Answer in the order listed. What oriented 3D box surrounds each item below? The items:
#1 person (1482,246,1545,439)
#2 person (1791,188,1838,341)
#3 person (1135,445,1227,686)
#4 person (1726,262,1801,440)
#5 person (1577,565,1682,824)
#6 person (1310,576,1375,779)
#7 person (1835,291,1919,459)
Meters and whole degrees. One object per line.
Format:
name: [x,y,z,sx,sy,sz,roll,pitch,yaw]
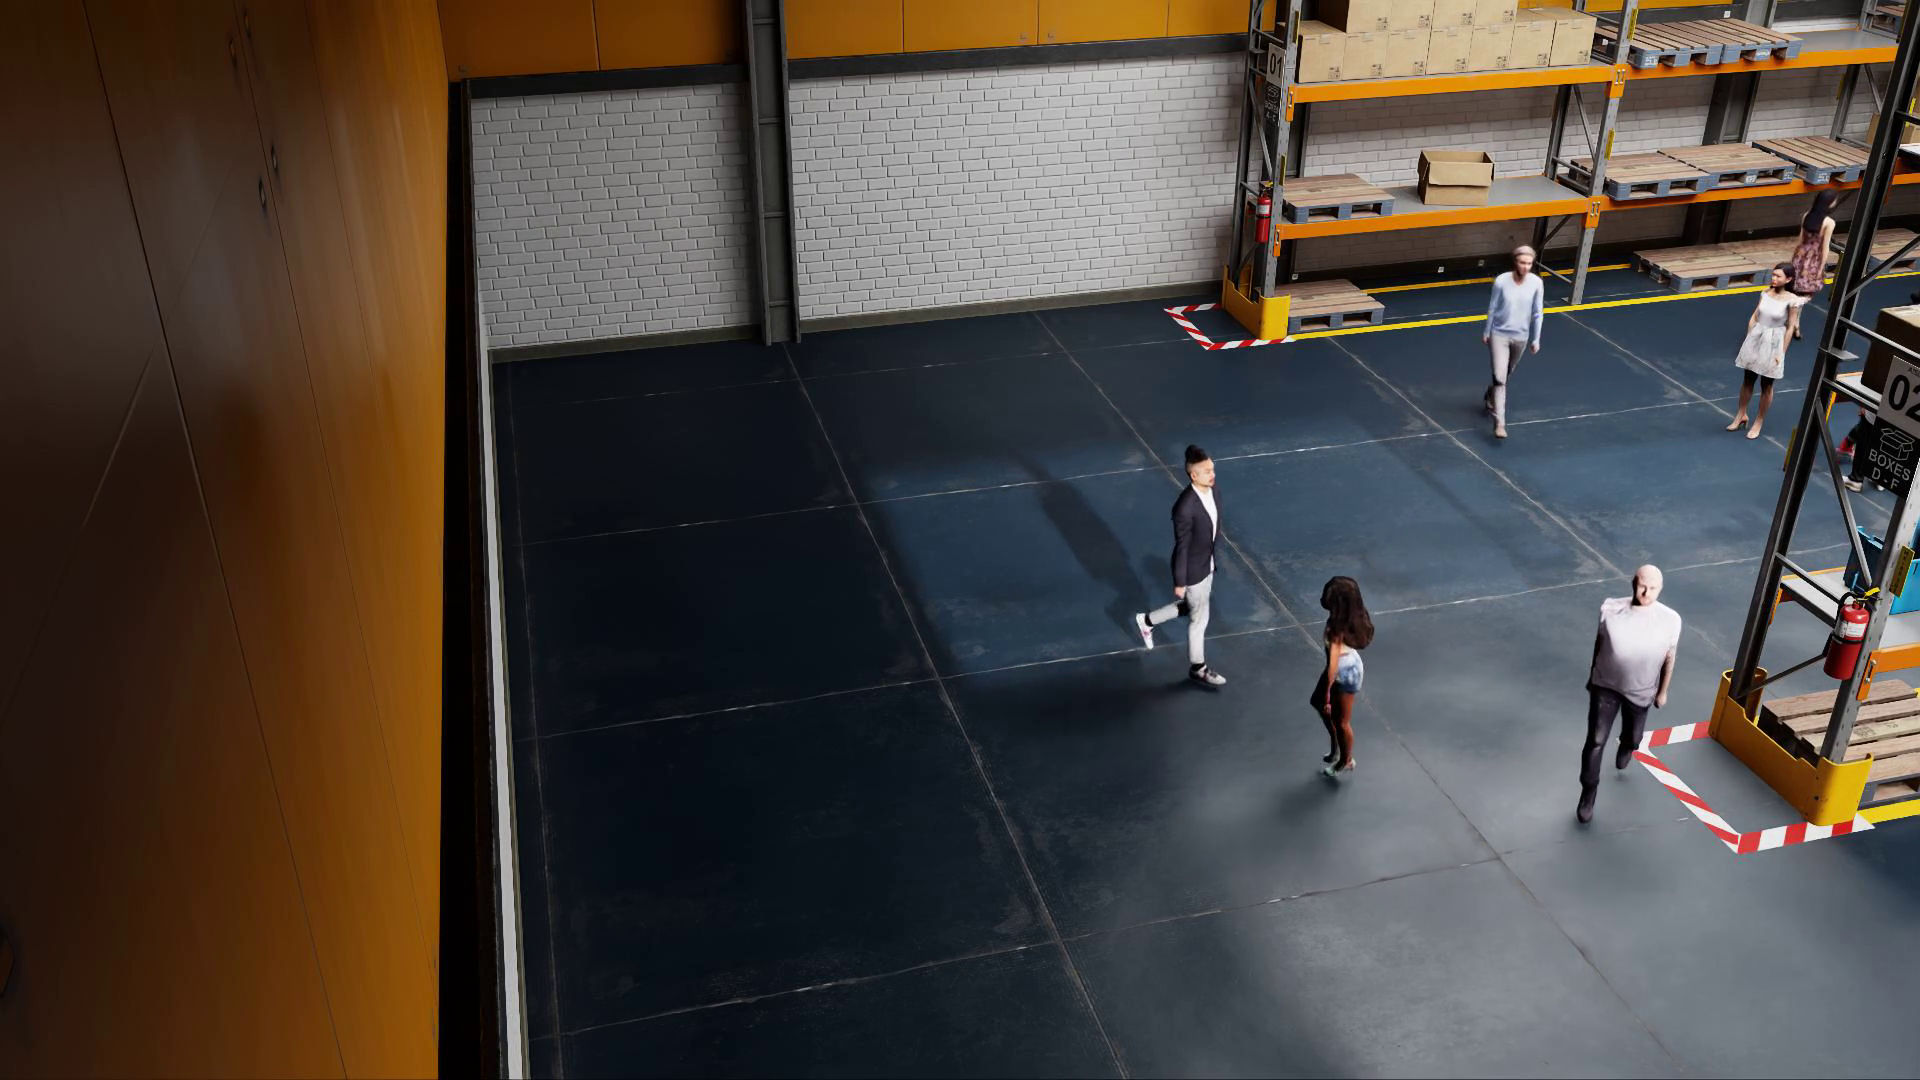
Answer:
person: [5.383,-2.008,16.372,1.286,1.841,1.013,2,29,4]
person: [9.225,-2.965,18.211,0.984,1.761,0.740,-14,32,-24]
person: [1.662,0.148,12.328,1.158,1.929,1.126,18,34,30]
person: [7.815,-1.841,16.137,0.728,1.774,0.723,-16,33,-27]
person: [4.416,0.935,11.014,1.158,1.805,1.170,13,31,22]
person: [2.637,0.945,11.216,0.728,1.594,0.692,7,29,12]
person: [8.754,-1.523,15.615,1.234,1.714,0.797,-2,29,-4]
